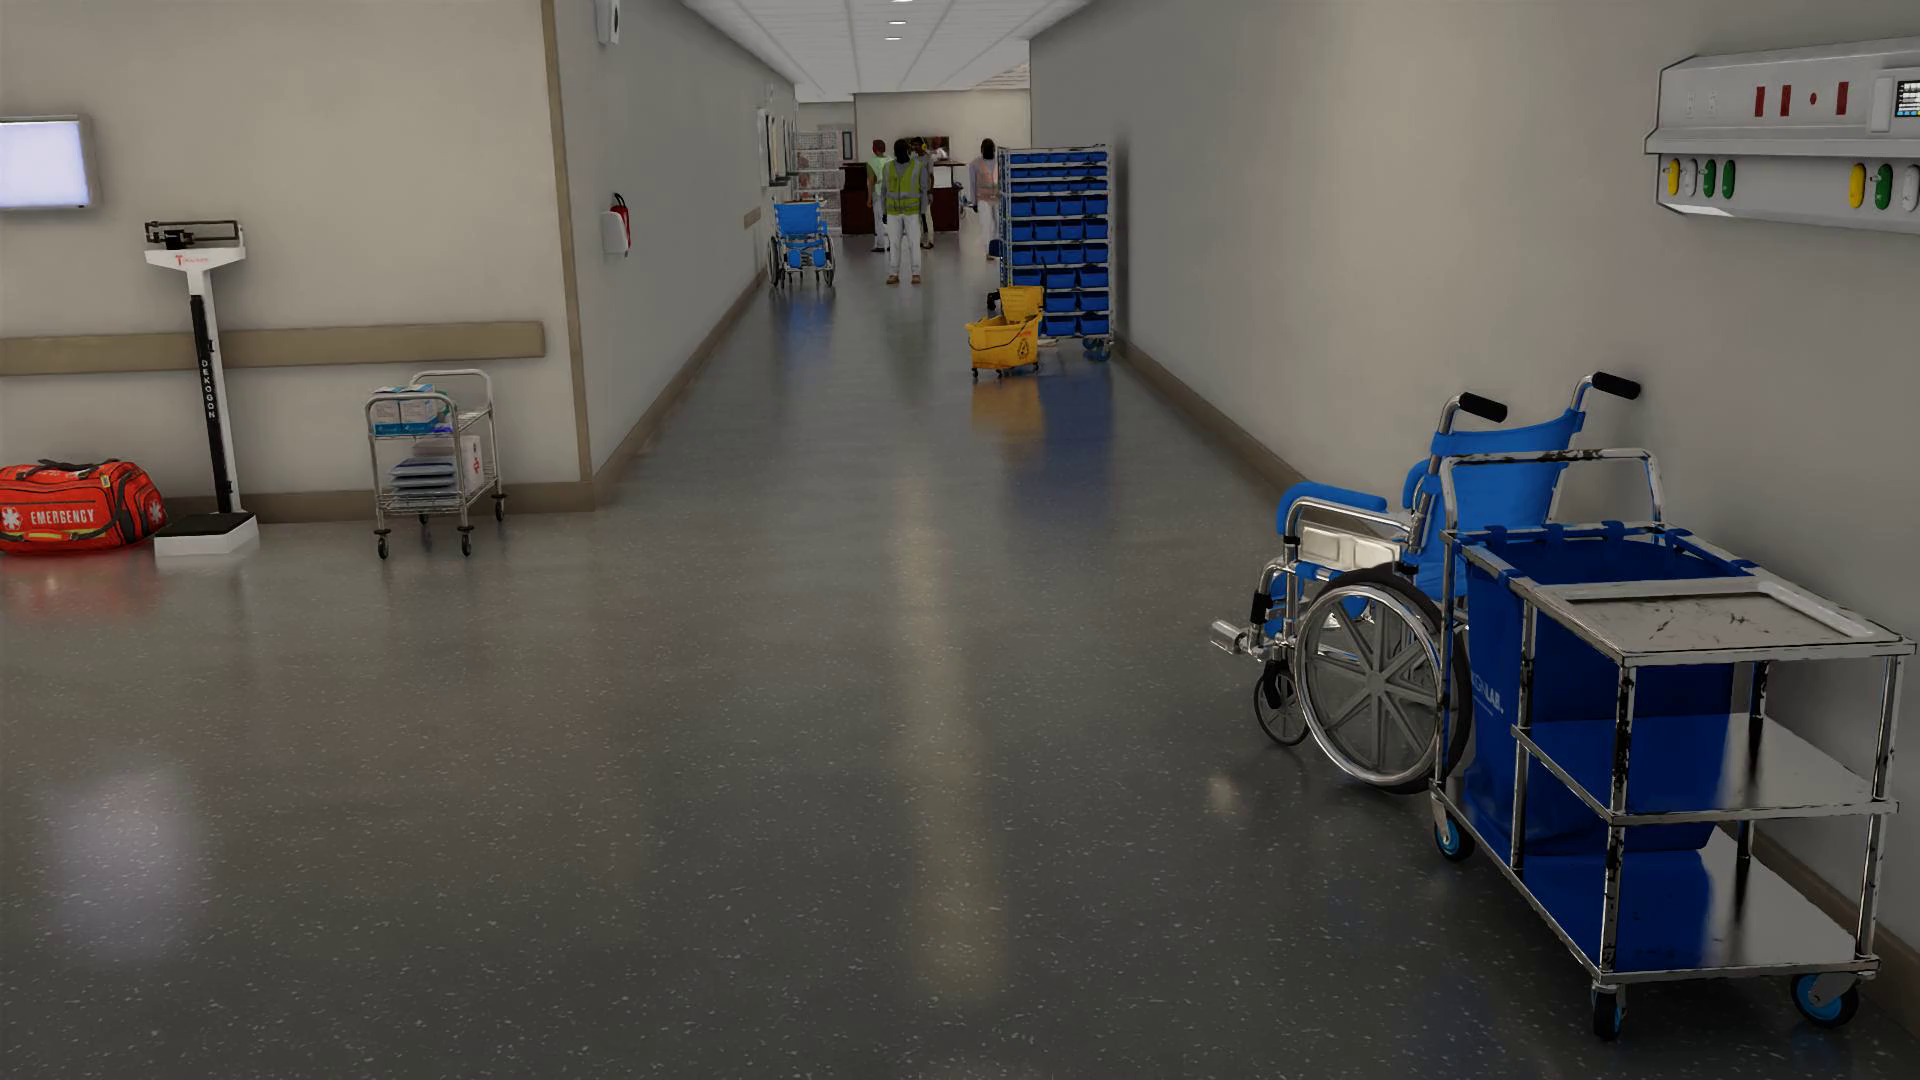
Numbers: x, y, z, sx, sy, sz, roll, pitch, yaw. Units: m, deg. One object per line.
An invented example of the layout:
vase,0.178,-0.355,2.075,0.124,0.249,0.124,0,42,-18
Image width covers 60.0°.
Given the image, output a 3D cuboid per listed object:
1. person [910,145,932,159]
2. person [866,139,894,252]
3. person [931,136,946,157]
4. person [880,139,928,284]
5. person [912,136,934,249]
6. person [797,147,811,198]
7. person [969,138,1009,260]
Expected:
person,-0.887,-8.629,39.617,0.598,1.824,0.403,-3,14,-4
person,-1.286,-5.705,27.598,0.566,1.841,0.381,-12,17,-36
person,-0.429,-8.233,37.847,0.471,1.862,0.606,2,14,16
person,-0.726,-4.235,21.493,0.621,1.845,0.429,1,14,12
person,-0.649,-5.836,28.005,0.514,1.872,0.328,10,18,41
person,-4.165,-9.439,43.518,0.528,1.729,0.675,0,14,7
person,0.460,-5.163,25.205,0.637,1.820,0.528,-4,14,-9
